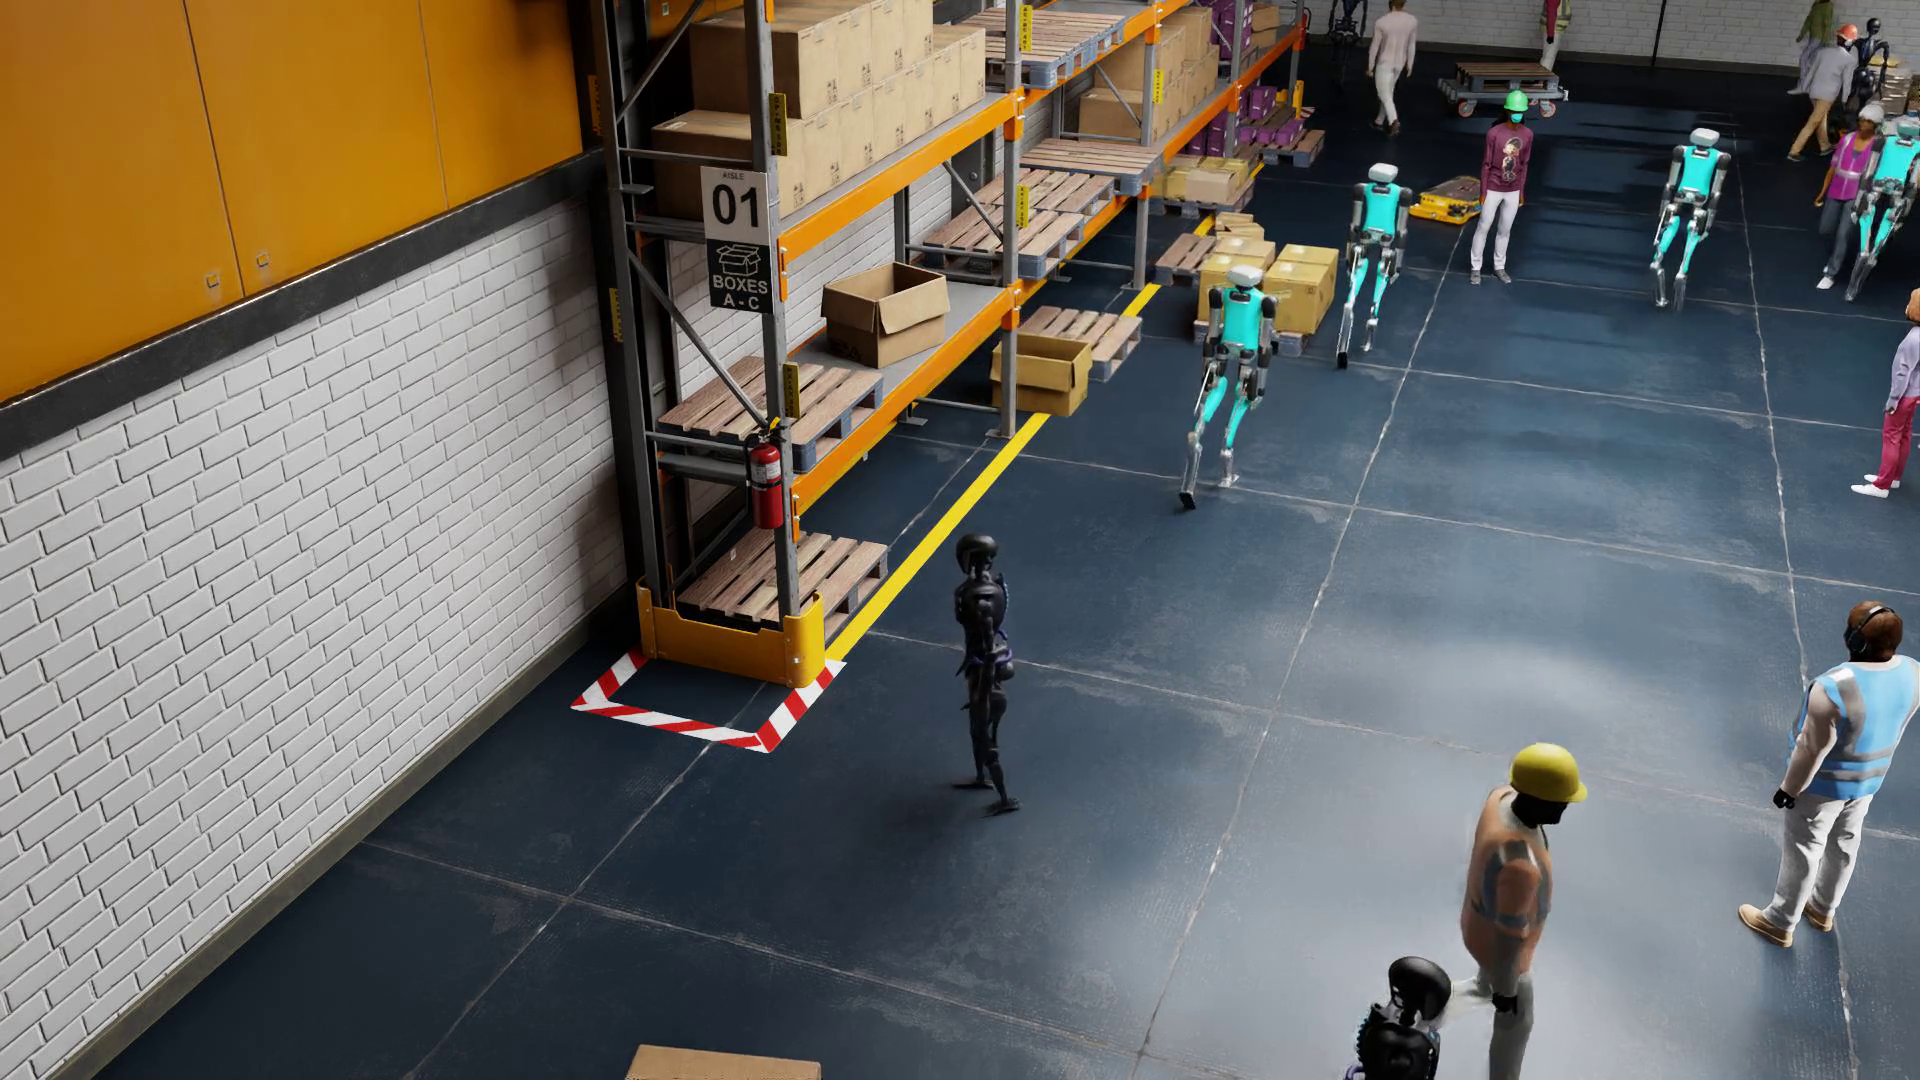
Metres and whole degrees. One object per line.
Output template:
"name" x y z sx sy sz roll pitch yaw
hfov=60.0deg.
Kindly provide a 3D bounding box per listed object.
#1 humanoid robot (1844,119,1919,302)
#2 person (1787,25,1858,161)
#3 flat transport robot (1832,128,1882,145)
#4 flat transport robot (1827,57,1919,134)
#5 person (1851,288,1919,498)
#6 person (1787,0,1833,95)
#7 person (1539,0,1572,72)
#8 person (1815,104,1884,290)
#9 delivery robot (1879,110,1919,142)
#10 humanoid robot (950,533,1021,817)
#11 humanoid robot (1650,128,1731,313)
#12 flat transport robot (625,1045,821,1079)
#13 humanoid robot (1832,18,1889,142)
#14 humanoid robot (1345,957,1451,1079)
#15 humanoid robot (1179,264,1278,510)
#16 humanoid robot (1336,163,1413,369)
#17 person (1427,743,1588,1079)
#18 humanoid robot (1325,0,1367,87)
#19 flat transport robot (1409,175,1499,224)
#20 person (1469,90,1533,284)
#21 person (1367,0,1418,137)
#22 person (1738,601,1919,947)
"humanoid robot" 9.025 -3.160 16.320 0.557 1.792 0.899 16 31 28
"person" 11.083 -5.717 21.279 0.958 1.686 0.583 -9 29 -17
"flat transport robot" 12.249 -5.301 22.033 1.431 0.231 0.659 -19 33 -32
"flat transport robot" 12.602 -5.610 22.632 1.431 0.231 0.659 15 31 27
"person" 7.035 -1.099 12.402 0.280 1.628 0.499 24 36 39
"person" 12.641 -7.438 24.712 0.634 1.613 0.505 3 27 6
"person" 8.847 -7.588 24.769 0.430 1.831 0.634 13 30 24
"person" 8.981 -3.493 16.824 0.731 1.826 0.550 -22 34 -36
"delivery robot" 12.361 -5.318 21.758 0.774 0.599 0.499 7 28 12
"humanoid robot" 0.143 0.717 8.836 0.354 1.669 0.608 -4 28 -7
"humanoid robot" 6.923 -2.966 16.010 0.541 1.883 0.729 19 33 32
"flat transport robot" -1.009 2.857 6.208 1.431 0.231 0.659 -16 31 -28
"humanoid robot" 11.876 -6.037 21.922 0.611 1.646 0.476 18 32 31
"humanoid robot" 1.564 2.170 6.037 0.753 1.627 0.613 8 28 14
"humanoid robot" 1.893 -1.063 12.235 0.533 1.759 0.983 16 31 28
"humanoid robot" 3.605 -2.385 14.800 0.544 1.769 0.958 13 30 23
"person" 2.195 1.615 6.824 0.702 1.907 0.593 3 27 6
"humanoid robot" 5.841 -7.716 25.222 0.613 1.620 0.636 12 30 23
"flat transport robot" 5.879 -3.990 19.491 0.659 0.231 1.431 21 34 35
"person" 5.487 -3.577 16.855 0.491 1.952 0.423 -3 27 -5
"person" 5.828 -6.409 22.405 0.637 1.908 0.894 -6 28 -12
"person" 4.126 1.111 7.882 0.624 1.844 0.429 -10 29 -19
